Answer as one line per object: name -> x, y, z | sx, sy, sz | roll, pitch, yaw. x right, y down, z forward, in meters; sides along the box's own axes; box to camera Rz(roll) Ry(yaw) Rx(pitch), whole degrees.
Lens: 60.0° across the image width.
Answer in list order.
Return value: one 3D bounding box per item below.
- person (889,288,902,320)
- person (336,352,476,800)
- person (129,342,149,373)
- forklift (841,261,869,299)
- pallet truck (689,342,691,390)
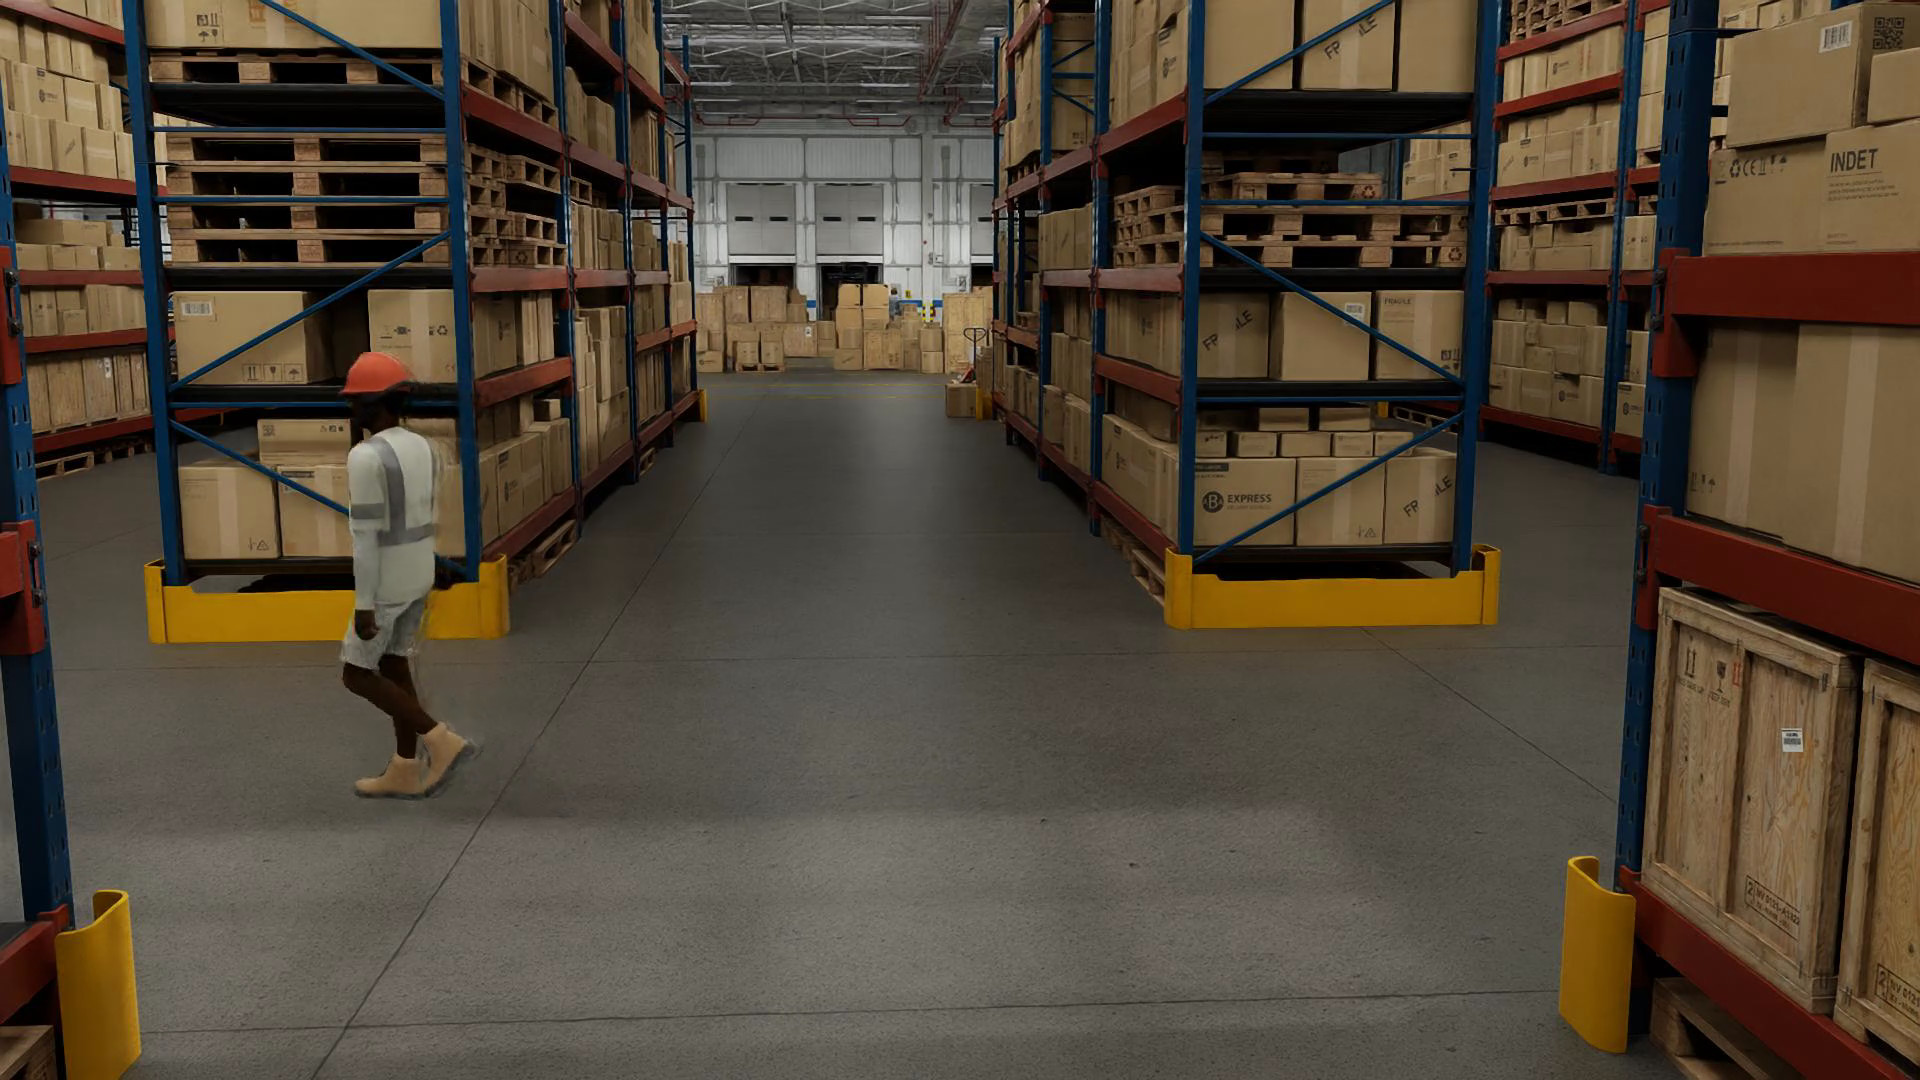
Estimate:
person -> -2.309, -7.828, 57.982 | 0.641, 1.928, 0.386 | 3, 10, 19
person -> -2.465, 0.188, 7.327 | 0.526, 2.023, 0.626 | 1, 9, 9
person -> -13.653, -3.086, 27.976 | 0.622, 1.992, 0.394 | -1, 9, -7
forklift -> -3.577, -8.167, 57.109 | 1.129, 2.768, 1.873 | 4, 10, 25
pallet truck -> -5.225, -3.008, 27.480 | 1.885, 1.965, 0.823 | 2, 9, 14
